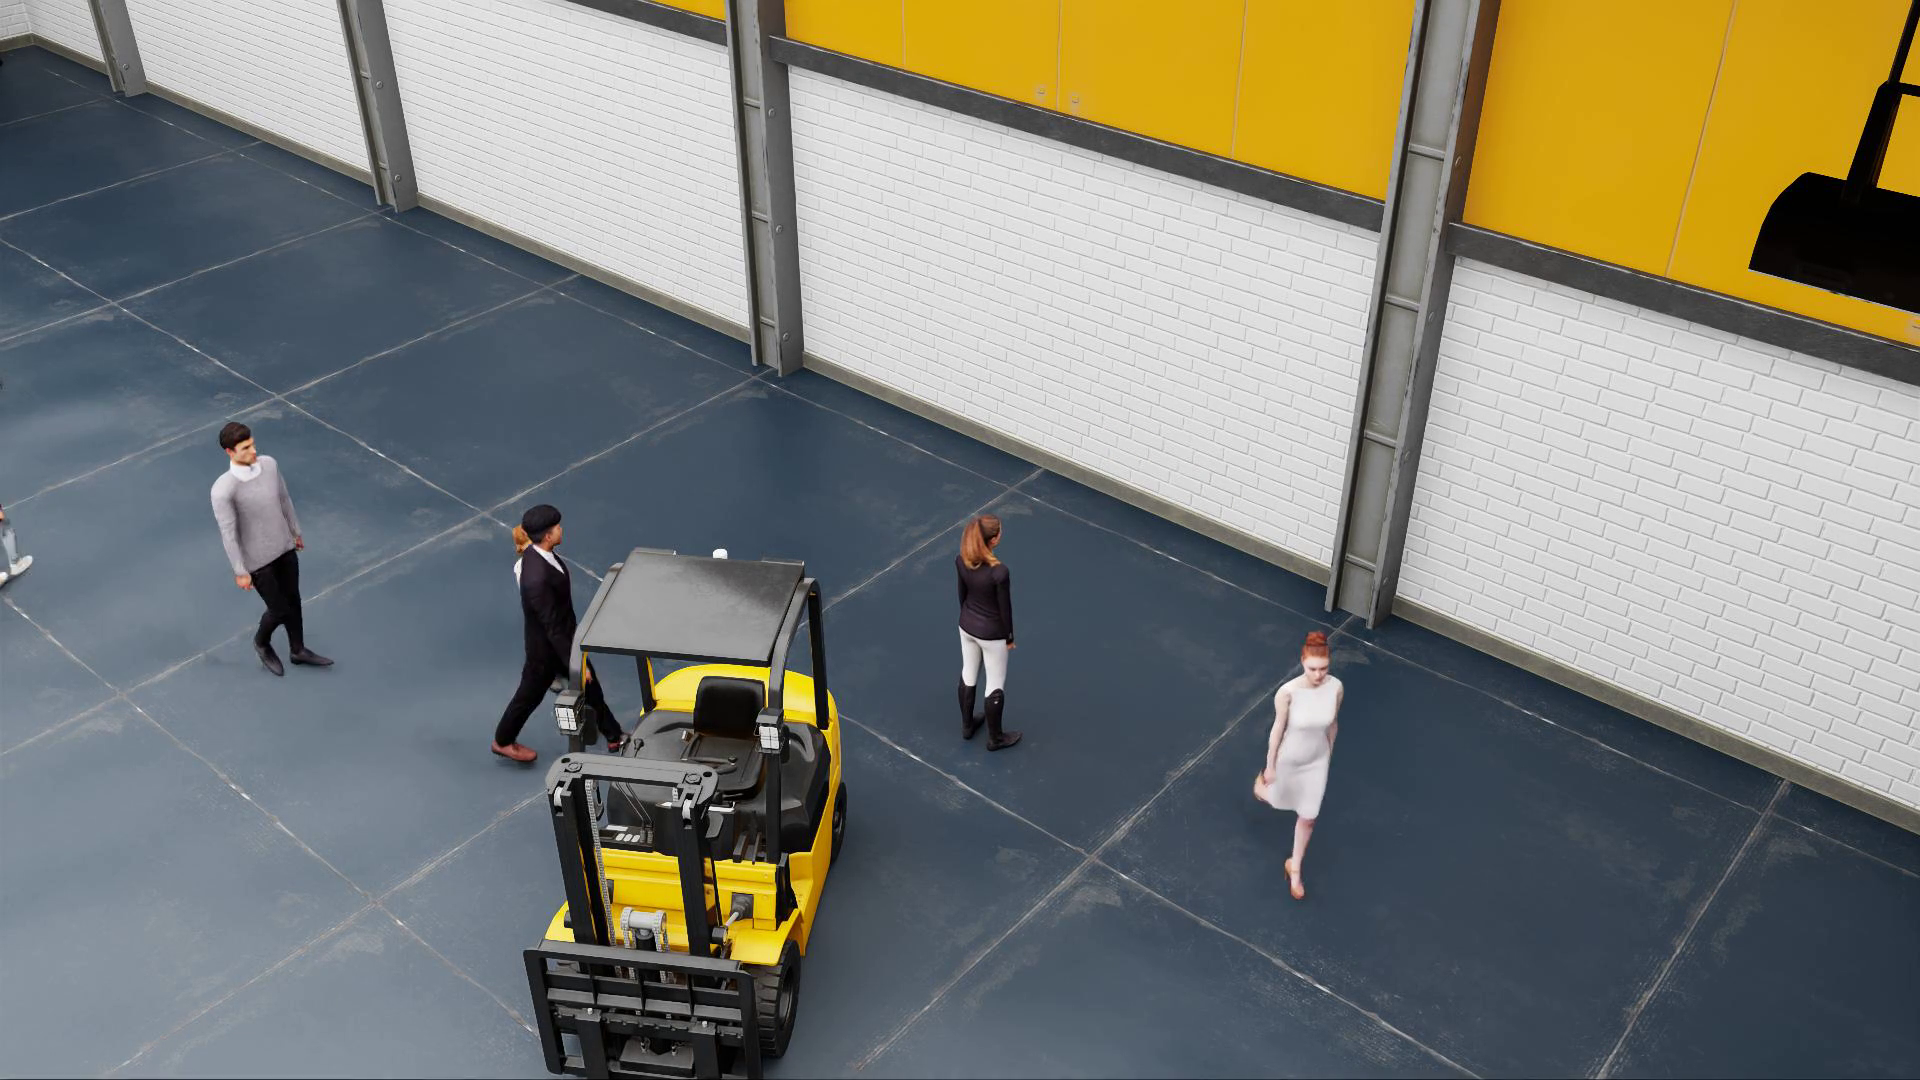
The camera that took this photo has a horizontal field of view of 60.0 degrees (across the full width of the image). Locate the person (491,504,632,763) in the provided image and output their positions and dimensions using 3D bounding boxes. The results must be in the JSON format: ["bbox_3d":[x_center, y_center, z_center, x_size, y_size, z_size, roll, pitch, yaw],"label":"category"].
[{"bbox_3d":[-2.644,0.660,10.311,1.360,1.819,1.252,0,34,-1],"label":"person"}]

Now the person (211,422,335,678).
[{"bbox_3d":[-4.710,0.063,11.123,0.901,1.915,0.880,12,35,17],"label":"person"}]

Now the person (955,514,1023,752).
[{"bbox_3d":[0.155,0.580,10.503,0.486,1.739,0.621,27,42,34],"label":"person"}]

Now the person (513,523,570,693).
[{"bbox_3d":[-2.819,0.431,11.111,0.544,1.314,0.532,16,37,22],"label":"person"}]

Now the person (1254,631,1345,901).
[{"bbox_3d":[1.911,1.214,9.517,0.961,1.776,1.069,-6,34,-10],"label":"person"}]
